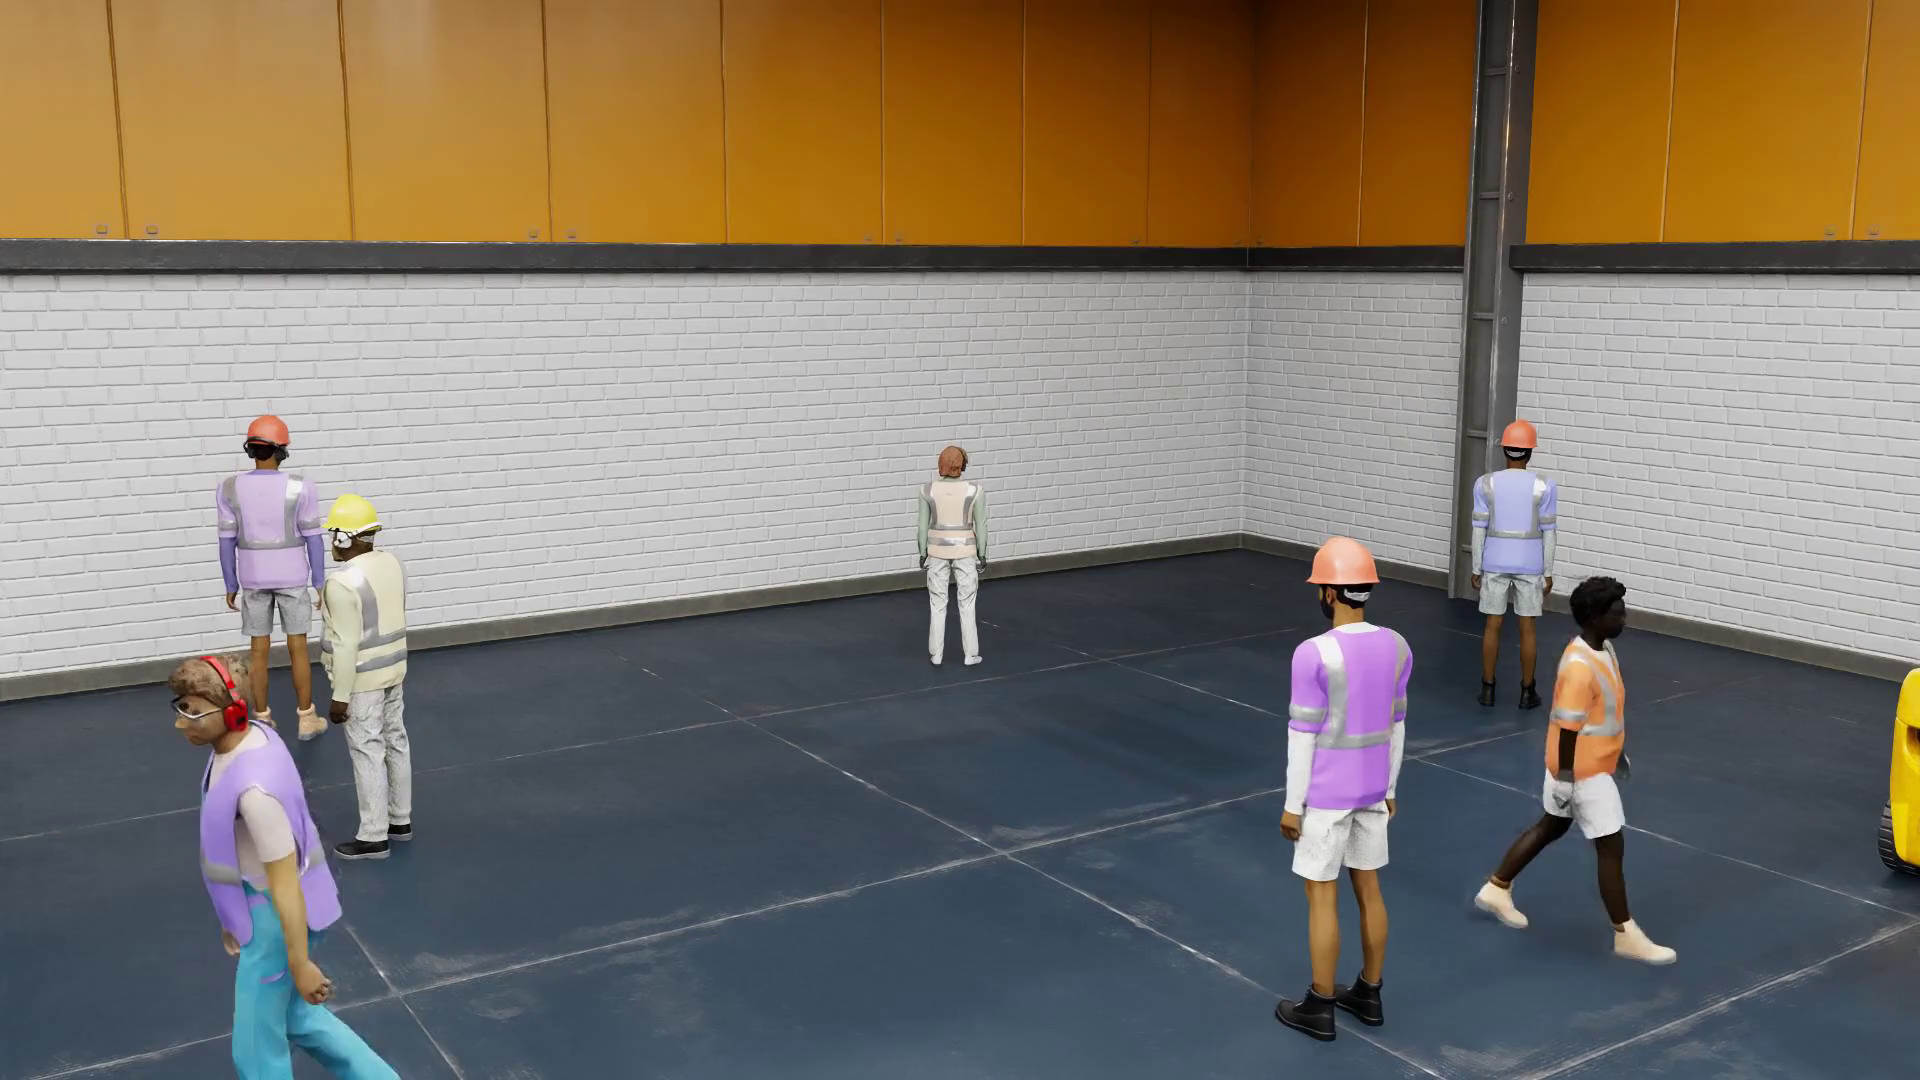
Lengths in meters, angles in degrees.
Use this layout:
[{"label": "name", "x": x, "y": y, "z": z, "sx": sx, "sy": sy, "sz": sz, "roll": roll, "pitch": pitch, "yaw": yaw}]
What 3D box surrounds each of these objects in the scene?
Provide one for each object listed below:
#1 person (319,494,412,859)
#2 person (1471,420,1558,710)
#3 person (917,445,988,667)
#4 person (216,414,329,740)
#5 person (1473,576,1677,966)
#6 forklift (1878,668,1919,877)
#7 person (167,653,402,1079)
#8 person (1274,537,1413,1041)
[{"label": "person", "x": -2.984, "y": 0.680, "z": 8.331, "sx": 0.404, "sy": 1.835, "sz": 0.589, "roll": 2, "pitch": 10, "yaw": 12}, {"label": "person", "x": 3.691, "y": 0.166, "z": 11.112, "sx": 0.543, "sy": 1.939, "sz": 0.361, "roll": 4, "pitch": 10, "yaw": 23}, {"label": "person", "x": -0.056, "y": 0.125, "z": 12.263, "sx": 0.523, "sy": 1.638, "sz": 0.311, "roll": 1, "pitch": 10, "yaw": 7}, {"label": "person", "x": -4.263, "y": 0.239, "z": 10.363, "sx": 0.615, "sy": 2.040, "sz": 0.391, "roll": -1, "pitch": 10, "yaw": -8}, {"label": "person", "x": 2.662, "y": 0.956, "z": 7.201, "sx": 0.854, "sy": 1.657, "sz": 0.534, "roll": 5, "pitch": 10, "yaw": 26}, {"label": "forklift", "x": 5.511, "y": 0.571, "z": 7.906, "sx": 2.313, "sy": 2.155, "sz": 1.214, "roll": -6, "pitch": 11, "yaw": -33}, {"label": "person", "x": -2.070, "y": 1.209, "z": 5.220, "sx": 0.647, "sy": 1.813, "sz": 0.584, "roll": -4, "pitch": 10, "yaw": -25}, {"label": "person", "x": 1.460, "y": 0.950, "z": 6.425, "sx": 0.542, "sy": 1.932, "sz": 0.382, "roll": -6, "pitch": 11, "yaw": -30}]
